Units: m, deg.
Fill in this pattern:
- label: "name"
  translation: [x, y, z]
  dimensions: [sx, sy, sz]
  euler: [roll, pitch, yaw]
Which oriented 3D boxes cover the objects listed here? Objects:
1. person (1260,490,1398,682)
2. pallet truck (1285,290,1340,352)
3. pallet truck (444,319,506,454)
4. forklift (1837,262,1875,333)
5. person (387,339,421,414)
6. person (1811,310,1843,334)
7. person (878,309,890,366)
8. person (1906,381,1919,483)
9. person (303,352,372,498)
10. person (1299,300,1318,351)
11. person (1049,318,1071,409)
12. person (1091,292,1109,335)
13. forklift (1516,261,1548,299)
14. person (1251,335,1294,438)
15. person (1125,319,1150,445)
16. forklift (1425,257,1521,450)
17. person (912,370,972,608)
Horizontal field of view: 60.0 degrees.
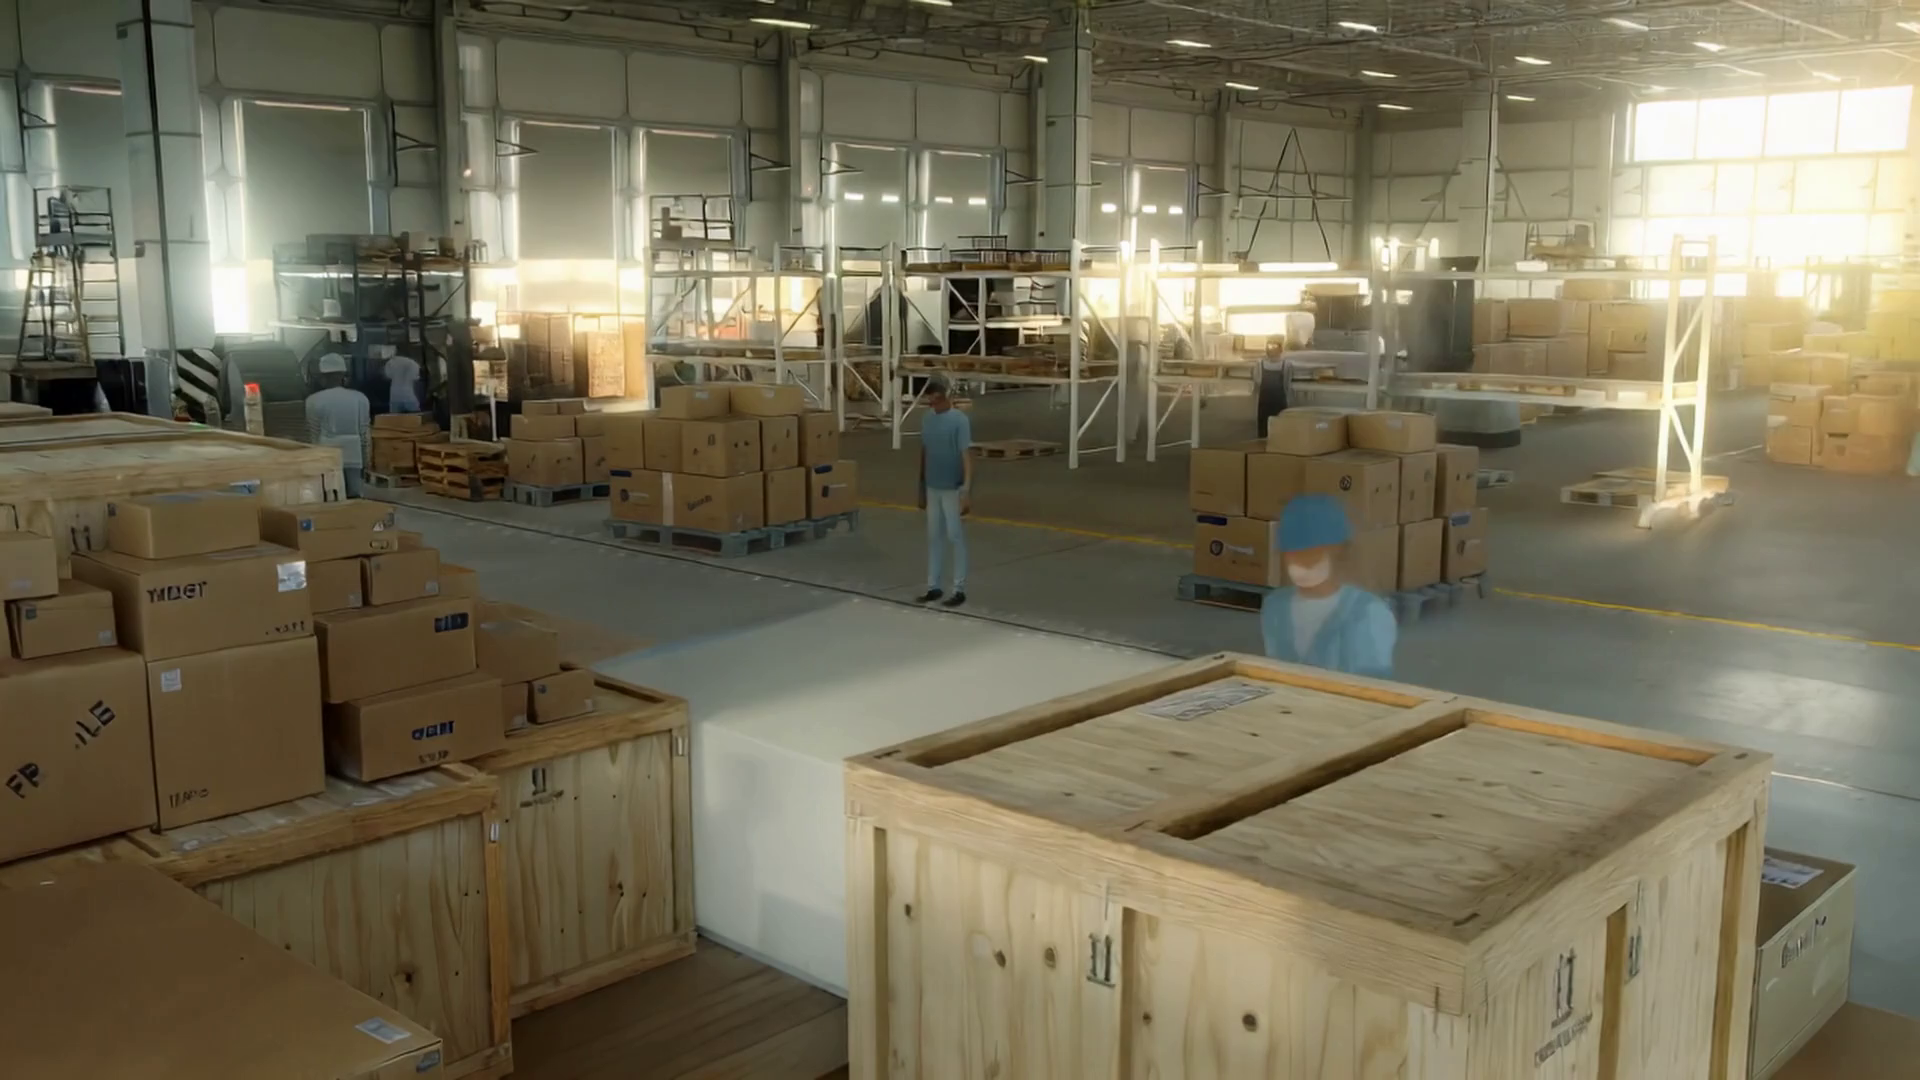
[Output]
- label: "person"
  translation: [1.304, 0.762, 5.857]
  dimensions: [0.557, 1.914, 0.798]
  euler: [9, 13, 44]
- label: "pallet truck"
  translation: [11.297, -6.951, 52.861]
  dimensions: [1.885, 1.965, 0.823]
  euler: [-5, 11, -29]
- label: "pallet truck"
  translation: [-6.981, -1.942, 22.150]
  dimensions: [1.885, 1.965, 0.823]
  euler: [1, 9, 9]
- label: "forklift"
  translation: [22.846, -5.696, 42.468]
  dimensions: [1.129, 2.768, 1.873]
  euler: [-6, 11, -32]
- label: "person"
  translation: [-8.023, -2.072, 24.028]
  dimensions: [0.543, 1.645, 0.887]
  euler: [3, 10, 17]
- label: "person"
  translation: [16.357, -3.405, 31.471]
  dimensions: [1.013, 1.897, 0.643]
  euler: [-7, 11, -35]
- label: "person"
  translation: [-2.008, -5.351, 44.180]
  dimensions: [0.319, 1.631, 0.525]
  euler: [1, 9, 4]
- label: "person"
  translation: [12.076, -1.588, 20.387]
  dimensions: [0.775, 1.859, 0.606]
  euler: [8, 12, 40]
- label: "person"
  translation: [-5.473, -0.684, 14.651]
  dimensions: [0.590, 1.926, 0.388]
  euler: [-9, 13, -43]
- label: "person"
  translation: [8.444, -4.958, 40.927]
  dimensions: [0.708, 1.907, 0.576]
  euler: [-2, 9, -9]
- label: "person"
  translation: [1.921, -3.342, 31.533]
  dimensions: [0.485, 1.739, 0.319]
  euler: [-2, 9, -12]
- label: "person"
  translation: [4.327, -6.698, 51.531]
  dimensions: [0.544, 1.930, 0.388]
  euler: [1, 9, 4]
- label: "forklift"
  translation: [12.923, -4.937, 37.813]
  dimensions: [1.873, 2.768, 1.129]
  euler: [9, 13, 43]
- label: "person"
  translation: [3.886, -1.629, 20.695]
  dimensions: [0.513, 1.845, 0.334]
  euler: [2, 10, 13]
- label: "person"
  translation: [2.693, -2.374, 25.077]
  dimensions: [0.440, 1.907, 0.585]
  euler: [3, 10, 17]
- label: "forklift"
  translation: [7.242, -2.768, 24.518]
  dimensions: [1.873, 2.768, 1.129]
  euler: [9, 13, 43]
- label: "person"
  translation: [-0.134, -0.402, 13.102]
  dimensions: [0.526, 1.869, 0.315]
  euler: [7, 12, 39]
